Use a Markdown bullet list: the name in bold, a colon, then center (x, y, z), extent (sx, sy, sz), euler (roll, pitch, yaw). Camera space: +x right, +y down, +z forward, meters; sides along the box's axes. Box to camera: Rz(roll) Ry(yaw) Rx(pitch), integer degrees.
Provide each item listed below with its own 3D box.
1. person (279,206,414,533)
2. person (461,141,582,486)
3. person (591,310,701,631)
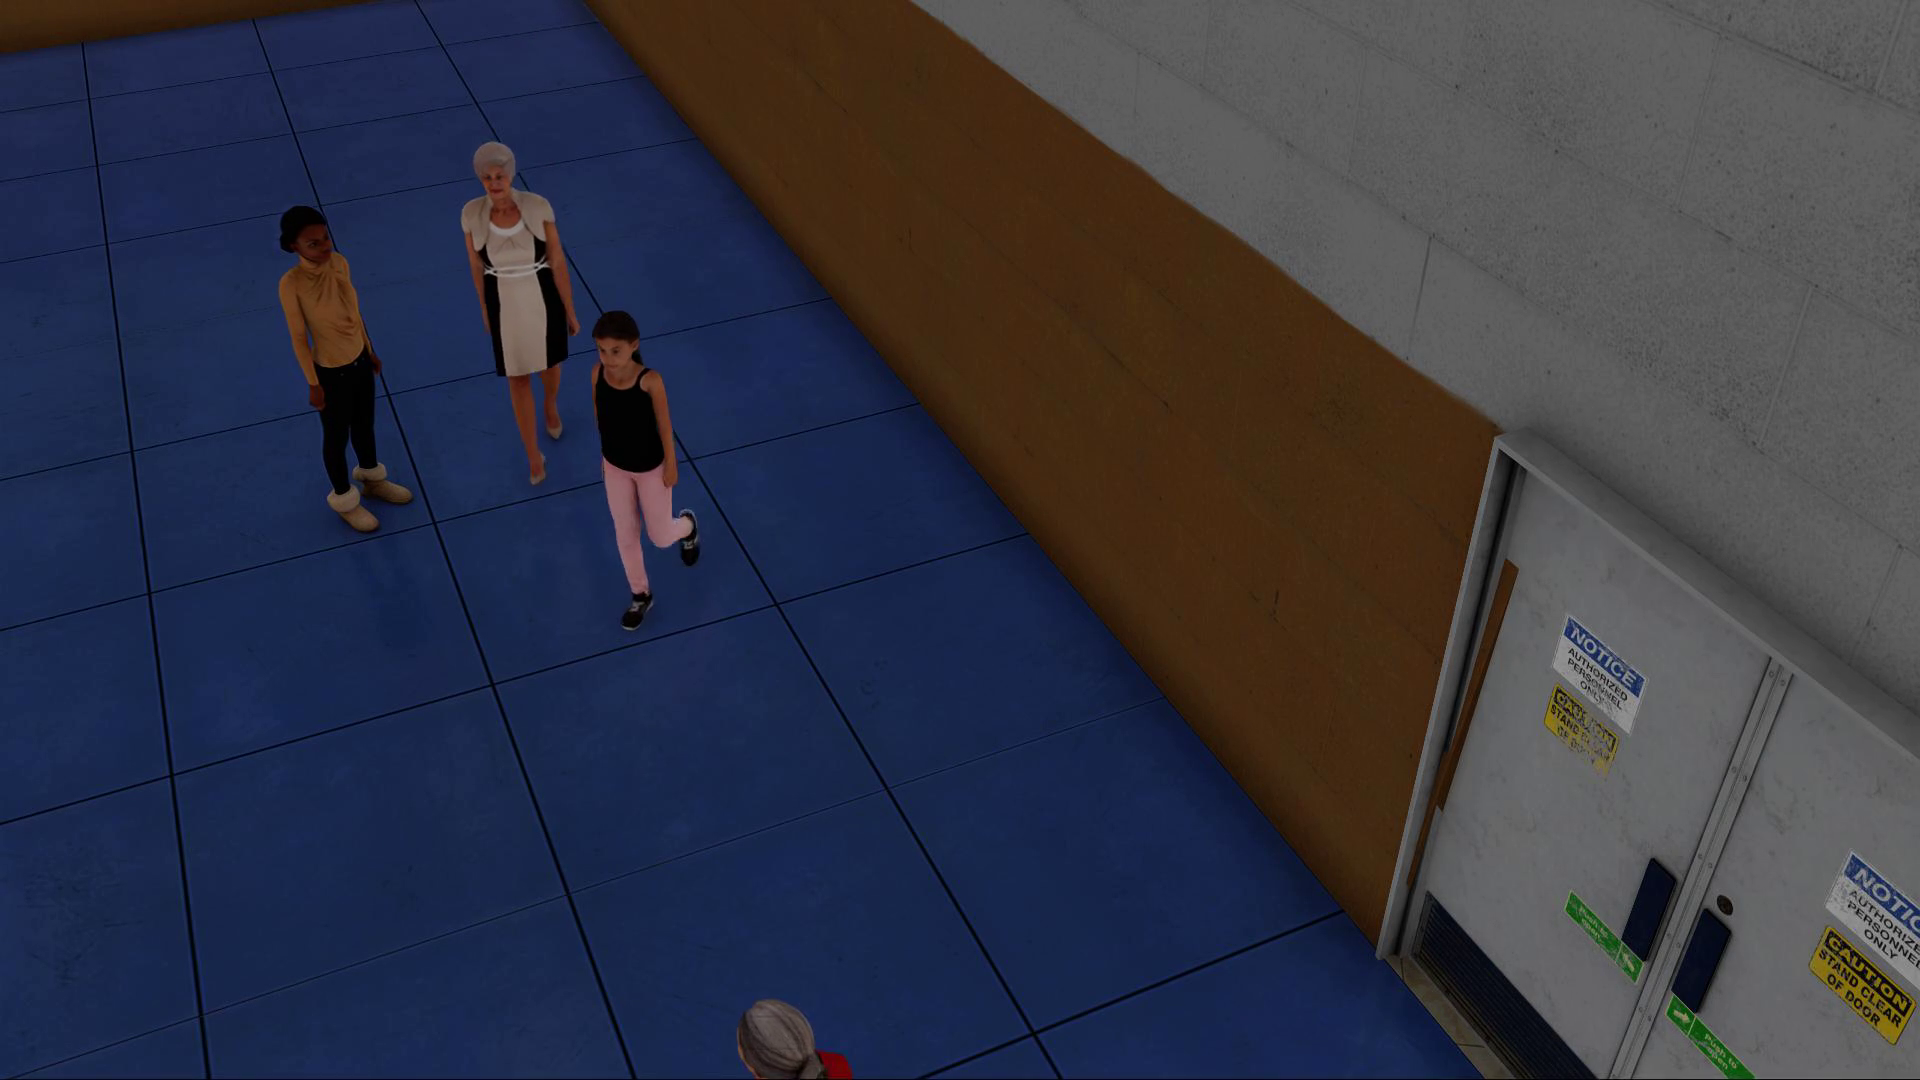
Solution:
- **person**: center (-2.973, -0.833, 7.949), extent (0.743, 1.659, 0.667), euler (15, 40, 20)
- **person**: center (-2.177, -1.199, 8.390), extent (1.050, 1.714, 0.853), euler (-8, 38, -10)
- **person**: center (-1.409, -0.361, 7.415), extent (0.864, 1.545, 0.896), euler (10, 38, 13)
